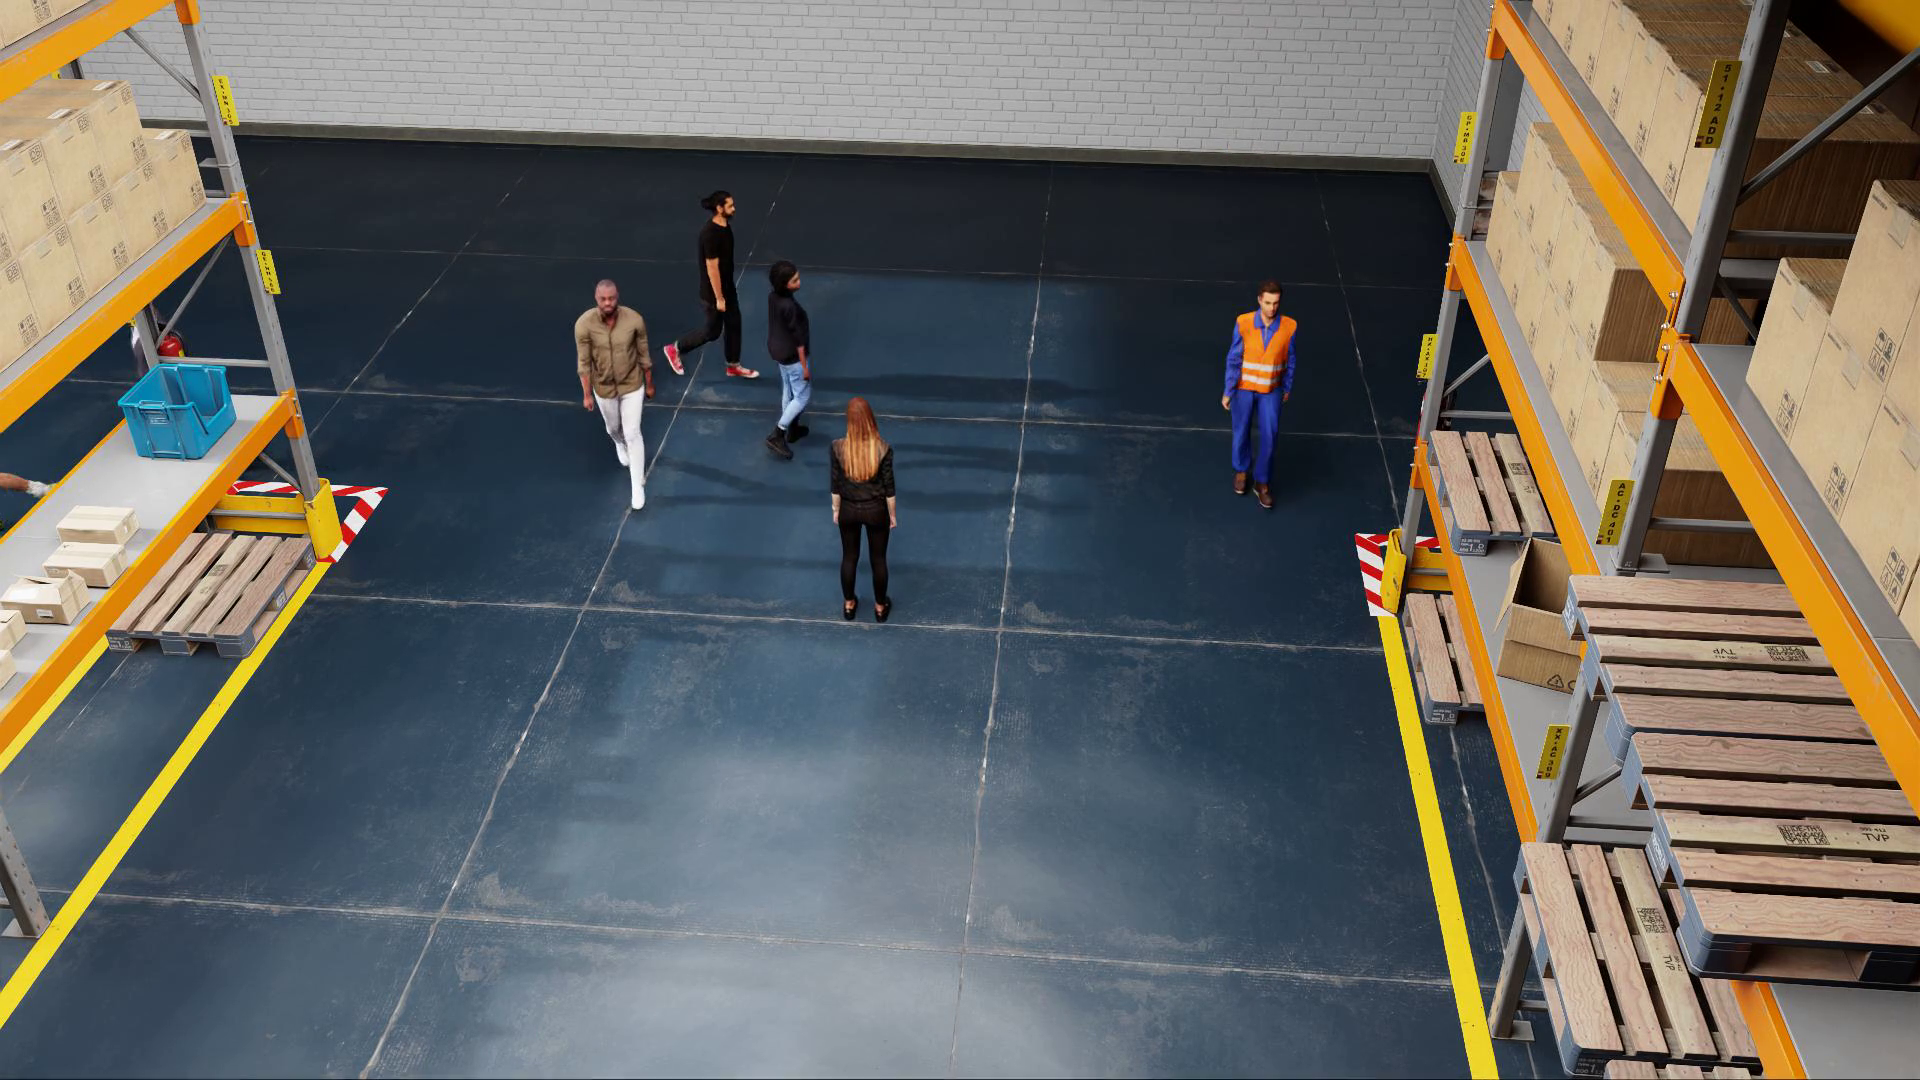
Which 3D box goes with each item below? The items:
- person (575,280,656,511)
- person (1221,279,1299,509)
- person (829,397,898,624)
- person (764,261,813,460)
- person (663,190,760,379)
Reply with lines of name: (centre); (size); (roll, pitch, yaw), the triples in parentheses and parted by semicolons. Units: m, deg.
person: (-2.658, -1.216, 12.916); (0.913, 1.792, 1.201); (-5, 34, -7)
person: (2.279, -1.200, 12.843); (0.701, 1.845, 0.743); (4, 34, 6)
person: (-0.668, -0.192, 11.450); (0.600, 1.709, 0.531); (4, 34, 6)
person: (-1.395, -1.420, 13.321); (0.892, 1.683, 0.841); (-25, 41, -33)
person: (-2.186, -2.177, 14.423); (0.731, 1.725, 0.977); (6, 34, 8)
